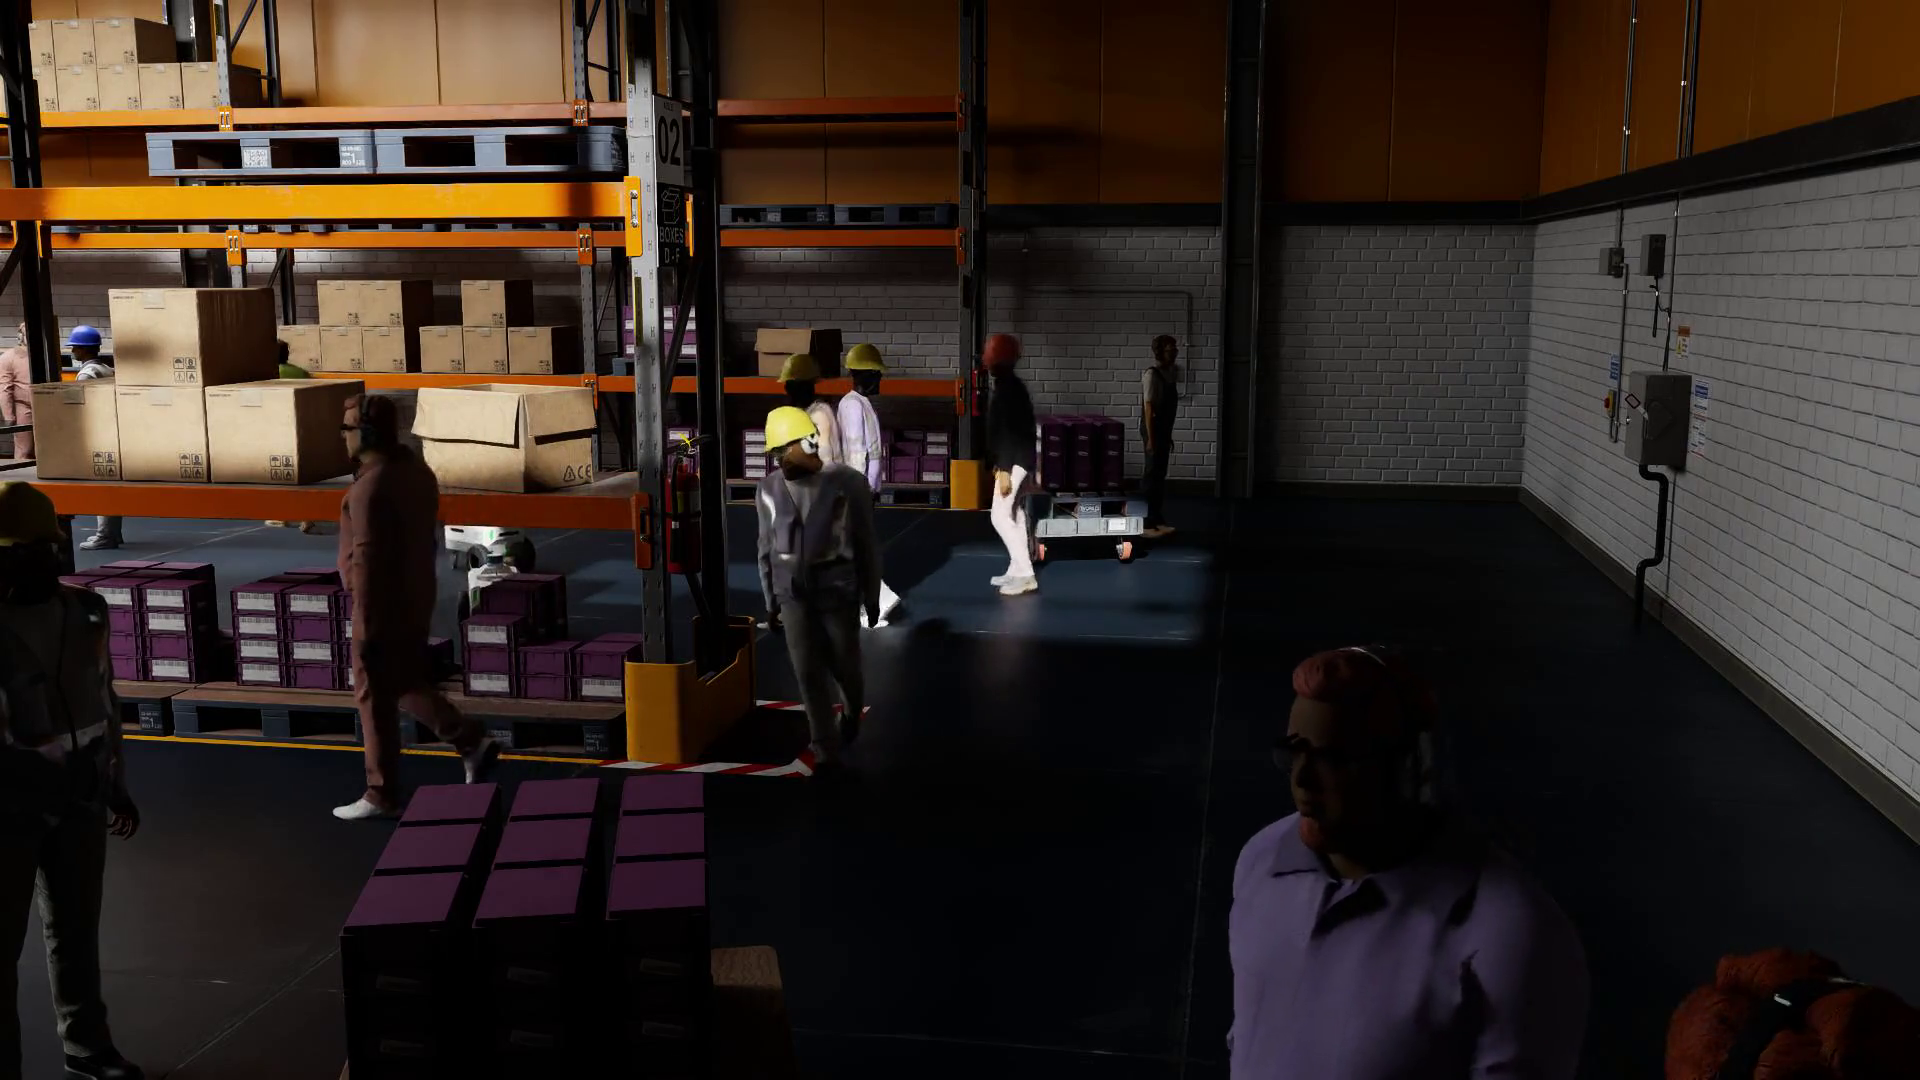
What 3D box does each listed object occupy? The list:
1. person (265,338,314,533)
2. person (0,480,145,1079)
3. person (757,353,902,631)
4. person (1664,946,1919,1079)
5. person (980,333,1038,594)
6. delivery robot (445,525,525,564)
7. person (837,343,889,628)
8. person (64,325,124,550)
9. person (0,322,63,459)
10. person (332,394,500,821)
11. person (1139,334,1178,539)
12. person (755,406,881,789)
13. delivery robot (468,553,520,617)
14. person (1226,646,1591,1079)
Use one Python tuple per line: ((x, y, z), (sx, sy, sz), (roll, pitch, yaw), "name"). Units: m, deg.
((-6.259, -0.966, 15.433), (0.890, 1.816, 0.636), (6, 11, 34), "person")
((-2.622, 0.740, 4.730), (0.403, 1.835, 0.588), (5, 10, 29), "person")
((-0.867, -0.313, 11.133), (0.937, 1.879, 0.609), (-1, 9, -3), "person")
((0.642, 1.255, 1.389), (0.600, 1.880, 0.390), (-3, 10, -19), "person")
((0.350, -0.571, 12.490), (0.438, 1.968, 0.744), (0, 9, 1), "person")
((-3.818, -0.056, 13.337), (0.707, 0.478, 0.477), (8, 12, 41), "delivery robot")
((-0.660, -0.372, 11.345), (0.363, 1.928, 0.587), (0, 9, -2), "person")
((-7.521, -0.888, 14.479), (0.391, 1.948, 0.606), (-2, 9, -14), "person")
((-9.512, -1.295, 17.141), (0.402, 1.904, 0.652), (6, 11, 34), "person")
((-2.432, 0.304, 7.254), (0.616, 1.889, 0.663), (1, 9, 6), "person")
((1.817, -0.940, 15.122), (0.349, 1.846, 0.506), (5, 10, 27), "person")
((-0.669, 0.240, 7.960), (0.617, 1.789, 0.679), (2, 9, 11), "person")
((-3.047, 0.333, 10.927), (0.477, 0.478, 0.707), (-3, 10, -18), "delivery robot")
((0.666, 1.073, 2.562), (0.909, 1.875, 0.645), (-7, 12, -39), "person")
